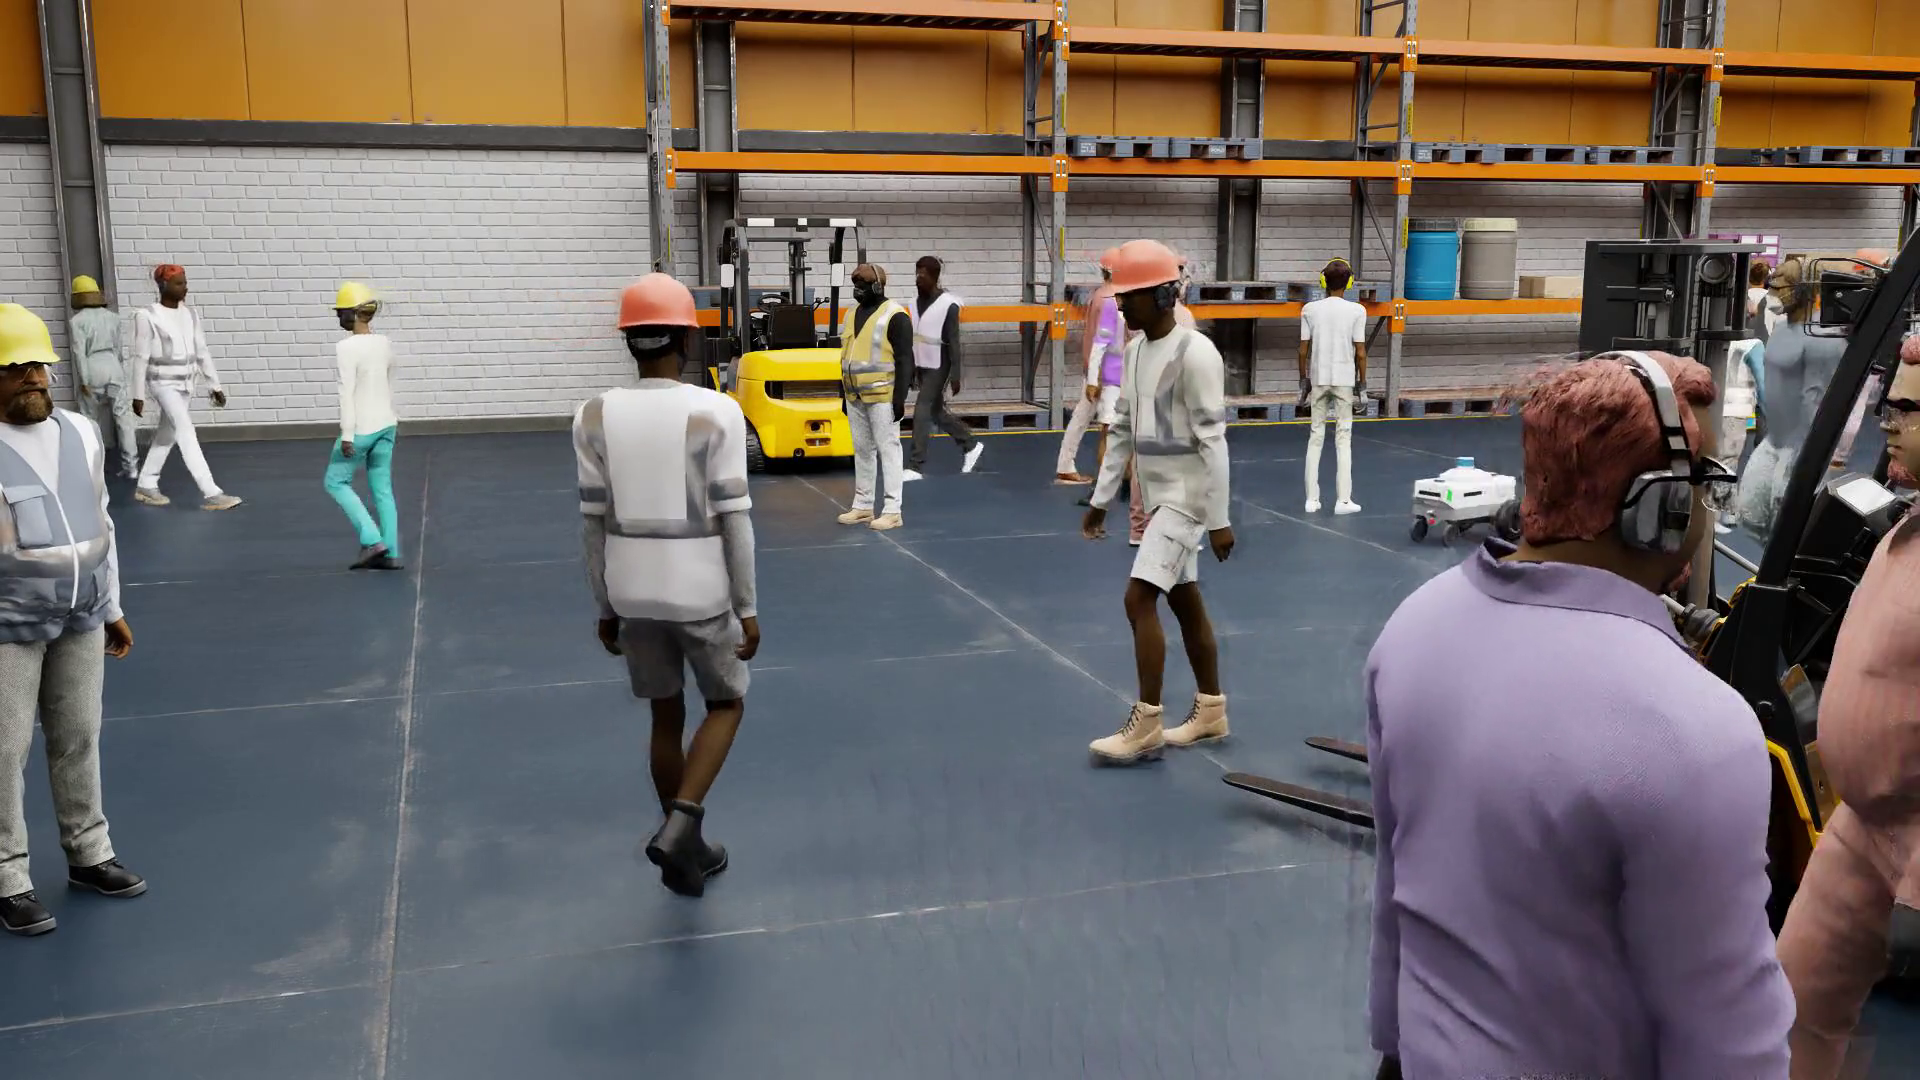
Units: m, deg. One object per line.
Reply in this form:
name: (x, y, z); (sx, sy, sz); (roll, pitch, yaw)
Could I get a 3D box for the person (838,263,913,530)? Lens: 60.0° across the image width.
person: (-0.614, -0.996, 11.581); (0.633, 1.842, 0.429); (10, 14, 44)

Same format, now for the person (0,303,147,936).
person: (-2.728, 0.224, 4.913); (0.404, 1.832, 0.594); (5, 11, 26)

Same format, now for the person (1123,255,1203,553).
person: (1.329, -0.868, 10.702); (0.402, 1.906, 0.652); (-6, 12, -29)

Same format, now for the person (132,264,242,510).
person: (-5.869, -1.138, 12.428); (1.032, 1.826, 0.607); (3, 11, 16)

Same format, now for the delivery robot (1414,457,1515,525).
delivery robot: (3.364, -0.310, 11.089); (0.707, 0.478, 0.477); (-7, 12, -33)

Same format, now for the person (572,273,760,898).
person: (-0.884, 0.169, 4.986); (0.570, 1.916, 0.567); (2, 11, 12)

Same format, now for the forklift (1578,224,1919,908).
forklift: (2.909, 0.117, 4.508); (2.313, 2.155, 1.214); (9, 14, 40)

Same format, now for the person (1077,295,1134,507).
person: (1.211, -1.172, 12.456); (0.715, 1.892, 0.377); (-5, 11, -25)

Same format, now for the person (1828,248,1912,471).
person: (7.718, -1.485, 14.025); (0.688, 1.920, 1.029); (-2, 10, -10)

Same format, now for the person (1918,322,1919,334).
person: (9.912, -1.953, 16.772); (0.780, 1.864, 0.573); (-8, 13, -38)

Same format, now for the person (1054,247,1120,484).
person: (1.265, -1.394, 13.521); (1.062, 1.925, 0.612); (-1, 10, -7)

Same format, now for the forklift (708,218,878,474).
forklift: (-1.522, -1.778, 14.899); (1.214, 2.155, 2.313); (-3, 11, -17)

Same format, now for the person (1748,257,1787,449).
person: (6.891, -1.526, 14.473); (0.506, 1.847, 0.343); (5, 11, 24)

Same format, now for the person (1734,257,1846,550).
person: (4.172, -0.450, 8.364); (0.437, 1.921, 0.651); (1, 10, 3)

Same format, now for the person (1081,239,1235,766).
person: (0.735, -0.143, 6.446); (0.816, 2.002, 0.620); (-3, 11, -14)

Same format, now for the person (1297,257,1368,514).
person: (2.735, -1.124, 12.191); (0.531, 1.875, 0.316); (6, 12, 29)

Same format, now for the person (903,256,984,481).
person: (-0.178, -1.447, 13.977); (0.938, 1.879, 0.606); (-8, 13, -37)

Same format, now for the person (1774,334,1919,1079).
person: (1.852, 0.544, 3.092); (0.980, 1.865, 0.655); (2, 11, 11)

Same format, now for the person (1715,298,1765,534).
person: (5.354, -0.841, 11.366); (0.689, 1.616, 0.524); (-3, 11, -17)

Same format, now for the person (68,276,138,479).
person: (-7.298, -1.368, 14.030); (0.910, 1.689, 0.487); (6, 12, 32)

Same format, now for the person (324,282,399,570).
person: (-3.600, -0.668, 10.026); (0.392, 1.749, 0.543); (3, 11, 15)

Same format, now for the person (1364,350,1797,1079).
person: (0.744, 0.712, 2.073); (0.456, 1.891, 0.654); (-2, 11, -12)

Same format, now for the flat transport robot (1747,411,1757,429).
flat transport robot: (8.079, -1.269, 17.383); (1.431, 0.197, 0.652); (-3, 11, -15)
